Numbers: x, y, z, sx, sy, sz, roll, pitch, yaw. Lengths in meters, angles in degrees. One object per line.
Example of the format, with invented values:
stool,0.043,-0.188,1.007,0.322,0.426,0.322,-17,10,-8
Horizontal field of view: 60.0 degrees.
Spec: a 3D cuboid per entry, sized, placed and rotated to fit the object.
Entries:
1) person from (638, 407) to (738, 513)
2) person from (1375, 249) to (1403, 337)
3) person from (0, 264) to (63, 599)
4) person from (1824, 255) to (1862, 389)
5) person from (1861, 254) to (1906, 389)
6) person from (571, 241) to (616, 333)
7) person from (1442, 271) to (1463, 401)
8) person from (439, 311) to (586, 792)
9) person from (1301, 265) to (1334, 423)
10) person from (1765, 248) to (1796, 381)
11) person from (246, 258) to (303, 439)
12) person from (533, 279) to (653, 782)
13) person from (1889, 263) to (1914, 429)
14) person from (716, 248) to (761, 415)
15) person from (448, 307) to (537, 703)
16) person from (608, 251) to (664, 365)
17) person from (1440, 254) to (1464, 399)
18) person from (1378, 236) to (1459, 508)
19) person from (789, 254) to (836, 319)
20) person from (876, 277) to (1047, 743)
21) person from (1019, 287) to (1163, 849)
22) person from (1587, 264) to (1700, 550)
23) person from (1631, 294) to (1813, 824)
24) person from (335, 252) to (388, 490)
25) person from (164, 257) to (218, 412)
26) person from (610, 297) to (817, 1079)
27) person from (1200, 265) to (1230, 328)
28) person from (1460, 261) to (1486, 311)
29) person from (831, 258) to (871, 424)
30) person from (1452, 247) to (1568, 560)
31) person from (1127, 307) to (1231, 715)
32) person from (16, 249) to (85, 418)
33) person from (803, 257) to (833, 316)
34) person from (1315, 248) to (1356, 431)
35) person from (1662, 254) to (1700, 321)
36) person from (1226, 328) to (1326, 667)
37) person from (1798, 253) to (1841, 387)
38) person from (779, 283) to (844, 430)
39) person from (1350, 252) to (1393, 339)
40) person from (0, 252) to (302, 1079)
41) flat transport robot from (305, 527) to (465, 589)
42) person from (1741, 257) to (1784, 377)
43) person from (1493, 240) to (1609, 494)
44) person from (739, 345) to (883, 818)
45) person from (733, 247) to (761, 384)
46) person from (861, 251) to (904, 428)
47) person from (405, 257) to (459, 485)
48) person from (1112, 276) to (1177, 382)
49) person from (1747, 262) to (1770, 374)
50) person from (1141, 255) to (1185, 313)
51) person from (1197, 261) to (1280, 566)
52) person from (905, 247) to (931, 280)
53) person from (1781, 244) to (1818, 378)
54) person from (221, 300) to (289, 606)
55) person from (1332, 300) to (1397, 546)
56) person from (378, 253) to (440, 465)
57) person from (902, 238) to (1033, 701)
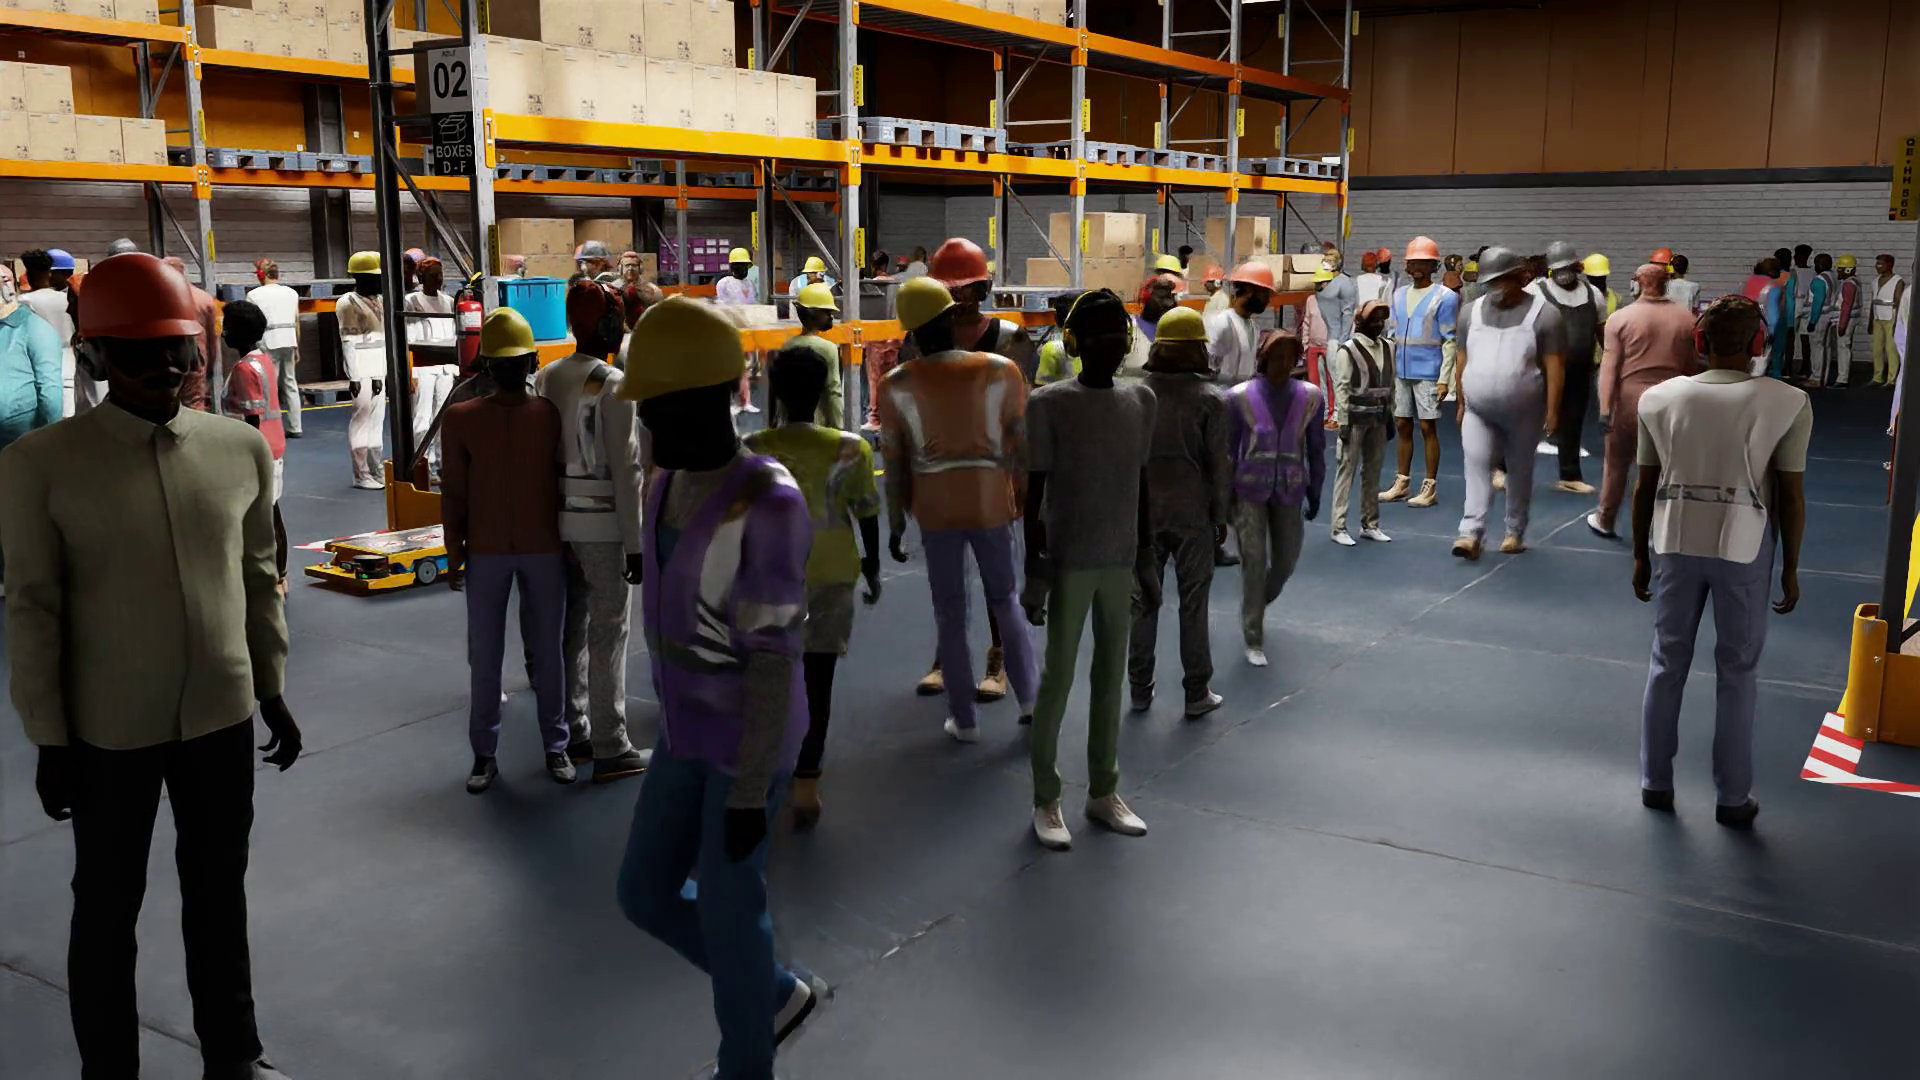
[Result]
person,-1.200,-0.047,7.044,0.535,1.612,0.561,6,12,31
person,6.094,-3.228,23.925,0.558,1.884,0.892,2,10,12
person,-5.282,-0.578,9.225,0.638,1.902,0.407,3,11,16
person,12.061,-2.968,22.684,0.403,1.825,0.593,6,12,30
person,12.646,-2.972,22.690,0.412,1.835,0.566,-1,10,-6
person,-3.835,-2.081,17.163,0.814,2.000,0.698,-2,10,-12
person,6.176,-2.572,21.012,0.281,1.634,0.498,2,10,10
person,-1.636,0.045,6.138,0.524,1.770,0.315,-3,11,-16
person,3.876,-2.051,17.776,0.523,1.761,0.328,10,14,43
person,10.610,-2.830,21.650,0.390,1.920,0.587,-3,11,-17
person,-6.902,-1.912,16.795,0.406,1.836,0.564,6,12,31
person,-1.375,-0.033,6.265,0.352,1.880,0.576,-10,14,-44
person,10.116,-2.065,17.662,0.361,1.834,0.519,6,12,28
person,-2.572,-2.432,19.413,0.358,1.930,0.585,8,13,37
person,-1.972,-0.149,7.307,0.484,1.737,0.321,-8,13,-37
person,-3.138,-1.795,15.936,0.641,1.913,0.408,-2,11,-13
person,6.239,-2.721,21.249,0.349,1.846,0.506,2,11,13
person,3.464,-1.268,12.638,0.365,2.045,0.615,-7,12,-33
person,-1.835,-2.683,21.059,0.631,1.839,0.428,0,10,3
person,0.007,-0.106,6.698,0.694,1.877,0.386,-1,10,-4
person,0.447,0.093,5.592,0.535,1.868,0.309,-5,11,-25
person,4.528,-0.885,11.044,0.675,1.852,0.971,0,10,0
person,2.621,0.073,5.803,0.560,1.836,0.394,8,13,37
person,-4.830,-1.380,13.589,0.364,1.927,0.587,2,10,8
person,-6.967,-1.572,14.830,0.665,1.859,0.814,-6,12,-32
person,-0.538,0.428,3.626,0.445,1.901,0.613,-8,13,-36
person,2.848,-2.196,18.630,0.432,1.742,0.569,-1,10,-5
person,6.876,-2.878,22.404,0.487,1.744,0.294,-9,14,-41
person,-1.123,-2.184,18.116,0.599,1.908,0.398,-6,12,-29
person,3.425,-0.877,10.489,0.710,2.000,0.986,6,12,29
person,0.921,-0.124,7.147,0.492,1.741,0.316,4,11,23
person,-7.121,-1.290,13.029,0.405,1.954,0.629,7,13,35
person,-1.673,-2.438,19.763,0.409,1.824,0.592,-7,12,-34
person,3.953,-2.133,17.734,0.373,1.940,0.627,-4,11,-20
person,8.152,-2.315,18.966,0.515,1.861,0.325,0,10,1
person,1.494,-0.231,8.098,0.512,1.618,0.602,-1,10,-3
person,11.874,-3.031,22.987,0.631,1.839,0.428,-9,14,-41
person,-0.880,-0.654,10.024,0.329,1.765,0.526,-9,14,-42
person,5.162,-2.683,20.937,0.671,1.877,0.360,3,11,16
person,-1.752,0.375,3.679,0.391,1.995,0.613,8,13,37
flat transport robot,-3.182,0.064,10.179,0.652,0.197,1.431,8,13,37
person,10.004,-2.647,20.952,0.610,1.817,0.645,-3,11,-14
person,4.824,-1.392,13.343,0.895,2.000,0.651,-2,11,-13
person,-0.556,0.124,6.015,0.540,1.648,0.892,1,10,5
person,-2.973,-3.170,23.518,0.627,1.933,0.370,8,13,36
person,-0.821,-2.116,17.739,0.598,1.908,0.410,-10,14,-43
person,-4.378,-1.404,13.848,0.355,1.883,0.573,5,12,28
person,1.275,-0.902,11.367,0.668,1.771,1.006,-3,11,-15
person,12.110,-3.364,25.223,0.318,1.697,0.535,-6,12,-31
person,1.809,-1.642,15.185,0.612,1.876,0.594,-3,11,-17
person,1.667,-0.775,10.348,0.574,1.888,0.590,6,12,30
person,-0.628,-3.922,27.753,0.659,1.895,0.825,10,14,44
person,12.309,-3.354,24.420,0.616,1.963,0.361,-1,10,-5
person,-3.899,-0.471,9.194,0.315,1.697,0.541,-3,11,-15
person,2.693,-0.774,11.069,0.516,1.632,0.317,-6,12,-31
person,-4.943,-1.625,15.020,0.628,1.912,0.428,0,10,0
person,0.015,-0.301,7.337,0.611,2.032,0.411,4,11,20
